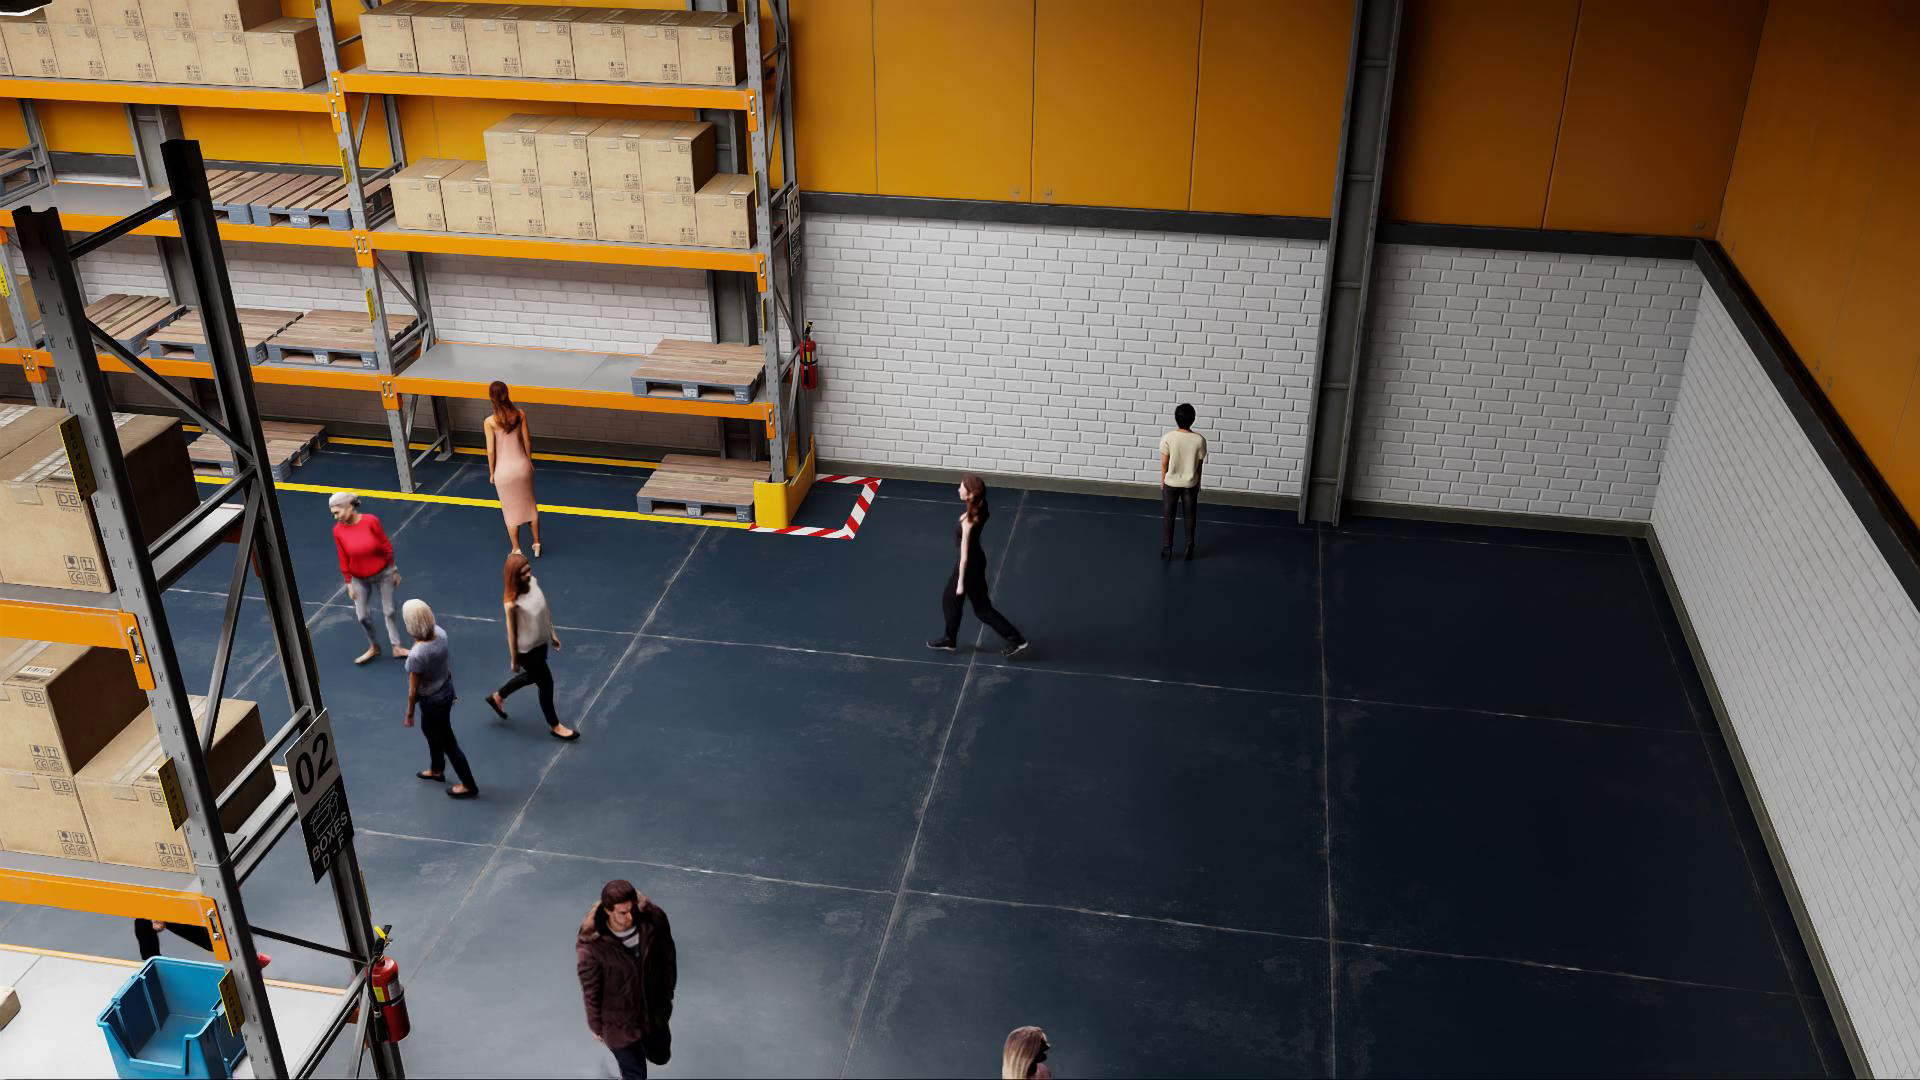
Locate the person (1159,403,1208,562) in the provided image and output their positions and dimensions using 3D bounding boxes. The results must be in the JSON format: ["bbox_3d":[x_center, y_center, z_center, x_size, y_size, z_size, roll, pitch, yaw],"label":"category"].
[{"bbox_3d":[2.079,-0.543,15.672,0.468,1.587,0.686,0,29,0],"label":"person"}]

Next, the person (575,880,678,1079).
[{"bbox_3d":[-1.925,2.652,9.561,1.064,1.831,1.147,-23,36,-35],"label":"person"}]

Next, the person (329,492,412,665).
[{"bbox_3d":[-4.901,0.303,14.036,0.706,1.668,0.856,-18,33,-30],"label":"person"}]

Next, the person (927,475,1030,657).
[{"bbox_3d":[0.190,0.262,14.065,1.116,1.713,0.617,3,29,6],"label":"person"}]

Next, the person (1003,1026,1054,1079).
[{"bbox_3d":[0.341,3.188,8.728,0.685,1.688,0.683,-8,30,-15],"label":"person"}]

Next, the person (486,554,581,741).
[{"bbox_3d":[-3.447,0.831,13.044,1.025,1.692,0.602,6,29,11],"label":"person"}]

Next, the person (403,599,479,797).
[{"bbox_3d":[-3.810,1.202,12.353,0.767,1.703,0.607,3,29,6],"label":"person"}]

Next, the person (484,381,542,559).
[{"bbox_3d":[-4.189,-0.637,15.590,0.656,1.832,0.719,-18,33,-30],"label":"person"}]
